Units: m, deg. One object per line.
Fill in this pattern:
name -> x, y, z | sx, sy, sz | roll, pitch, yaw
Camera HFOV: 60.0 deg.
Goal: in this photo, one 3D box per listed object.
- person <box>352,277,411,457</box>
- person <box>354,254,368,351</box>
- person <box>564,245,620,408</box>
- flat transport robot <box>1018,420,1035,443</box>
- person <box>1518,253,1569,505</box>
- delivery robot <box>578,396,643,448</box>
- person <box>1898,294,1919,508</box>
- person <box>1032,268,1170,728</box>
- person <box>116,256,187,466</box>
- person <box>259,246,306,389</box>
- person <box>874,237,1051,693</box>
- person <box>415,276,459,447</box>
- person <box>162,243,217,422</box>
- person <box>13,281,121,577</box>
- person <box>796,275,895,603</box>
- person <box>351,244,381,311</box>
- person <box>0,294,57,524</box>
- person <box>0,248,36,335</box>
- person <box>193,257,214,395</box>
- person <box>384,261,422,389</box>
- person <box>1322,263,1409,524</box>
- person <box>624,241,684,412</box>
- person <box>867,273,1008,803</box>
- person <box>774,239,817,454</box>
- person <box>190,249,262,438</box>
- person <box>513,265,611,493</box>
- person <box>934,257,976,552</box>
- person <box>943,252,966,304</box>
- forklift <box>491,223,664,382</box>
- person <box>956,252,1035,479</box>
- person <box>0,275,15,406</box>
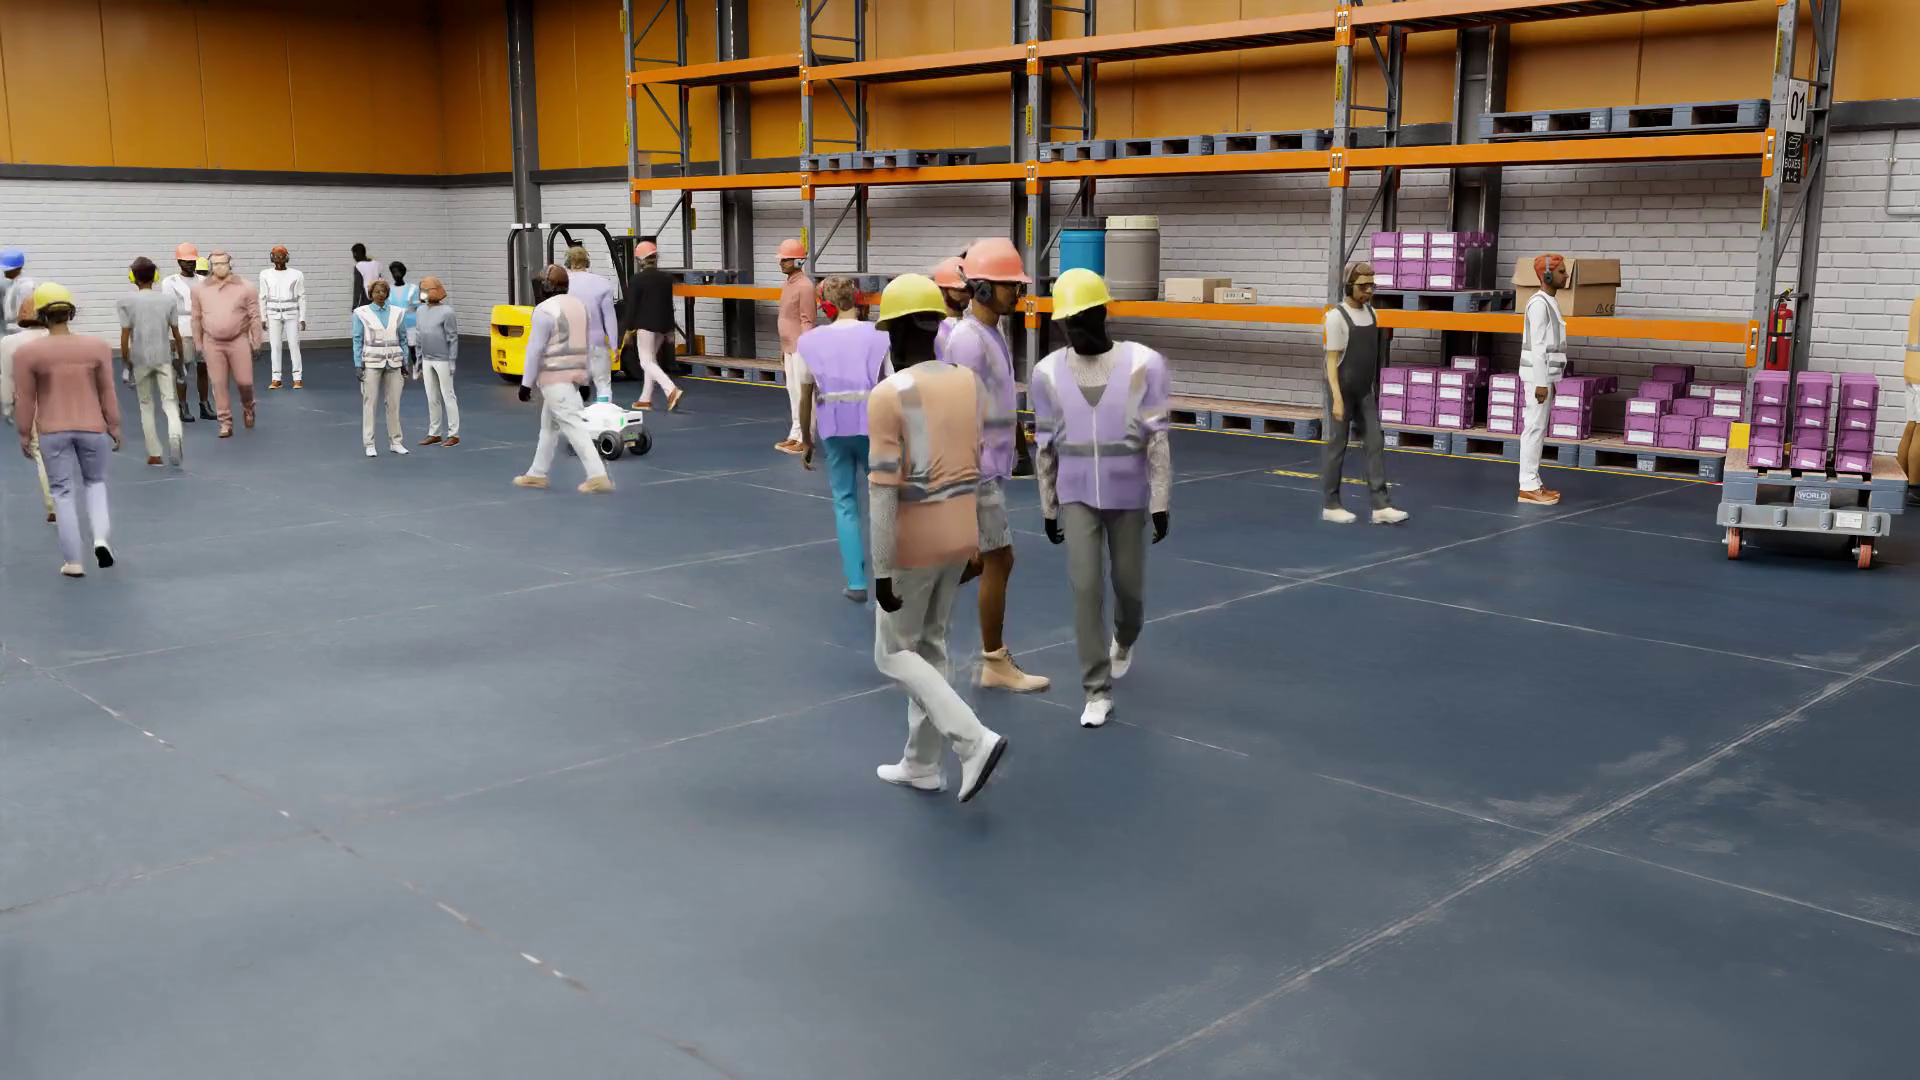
person -> -5.320, -1.591, 15.315 | 0.520, 1.638, 0.314 | -9, 14, -40
person -> -10.366, -4.165, 29.097 | 0.490, 1.720, 0.428 | 9, 14, 41
person -> -3.600, -1.842, 15.893 | 0.677, 1.928, 0.434 | -1, 10, -6
flat transport robot -> 0.010, -1.075, 16.237 | 1.431, 0.197, 0.652 | 5, 12, 26
person -> 4.431, -1.220, 12.622 | 0.355, 1.885, 0.576 | 5, 11, 23
delivery robot -> -3.264, -1.080, 15.234 | 0.707, 0.478, 0.477 | 5, 12, 27
person -> 7.240, -1.206, 12.403 | 0.358, 1.938, 0.542 | 3, 11, 15
person -> 0.612, -0.209, 7.088 | 0.609, 1.891, 0.791 | 2, 11, 13
person -> -6.991, -1.531, 14.438 | 0.526, 1.844, 0.751 | -7, 13, -34
person -> -8.935, -2.931, 21.961 | 0.573, 1.883, 0.356 | -2, 11, -11
person -> 0.006, -0.323, 7.395 | 0.761, 2.024, 0.612 | 2, 11, 12
person -> -5.027, -1.707, 15.964 | 0.507, 1.631, 0.266 | 6, 12, 29
person -> -8.363, -2.258, 18.137 | 0.362, 1.935, 0.553 | 8, 13, 36
person -> -5.293, -0.649, 9.870 | 0.542, 1.750, 0.367 | -8, 13, -38
person -> -0.592, -0.556, 9.225 | 0.628, 1.801, 0.437 | 1, 10, 3
person -> -9.823, -3.986, 27.746 | 0.380, 1.891, 0.665 | 4, 11, 19
person -> -6.513, -0.936, 11.804 | 0.521, 1.604, 0.728 | -8, 13, -38
person -> -9.699, -2.081, 17.285 | 0.494, 1.896, 0.723 | -8, 13, -37
person -> -9.518, -2.687, 20.983 | 0.551, 1.752, 0.365 | -5, 11, -24
person -> -7.417, -2.872, 22.176 | 0.532, 1.681, 0.611 | -2, 11, -10
person -> 2.804, -0.991, 11.519 | 0.545, 1.826, 0.716 | -7, 13, -35
person -> -3.513, -2.443, 19.078 | 0.885, 1.960, 0.627 | 8, 13, 36
person -> -0.081, 0.016, 5.875 | 0.597, 1.895, 0.592 | 9, 13, 39
person -> -1.530, -1.796, 15.503 | 0.400, 1.990, 0.617 | -5, 11, -24
person -> -7.403, -1.989, 16.808 | 0.656, 1.894, 0.541 | -3, 11, -15
person -> -3.157, -1.264, 13.122 | 0.956, 1.797, 0.637 | 3, 11, 18
person -> -0.095, -0.815, 10.391 | 0.919, 1.900, 0.541 | 9, 14, 42
person -> 0.043, -2.018, 17.067 | 0.533, 1.850, 0.574 | -2, 11, -9
forklift -> -5.316, -3.263, 22.920 | 2.313, 2.155, 1.214 | -10, 14, -44
person -> 0.213, -1.392, 13.583 | 0.904, 1.899, 0.643 | 0, 10, -2
person -> -10.886, -2.342, 18.754 | 0.641, 1.898, 0.796 | -1, 10, -6
